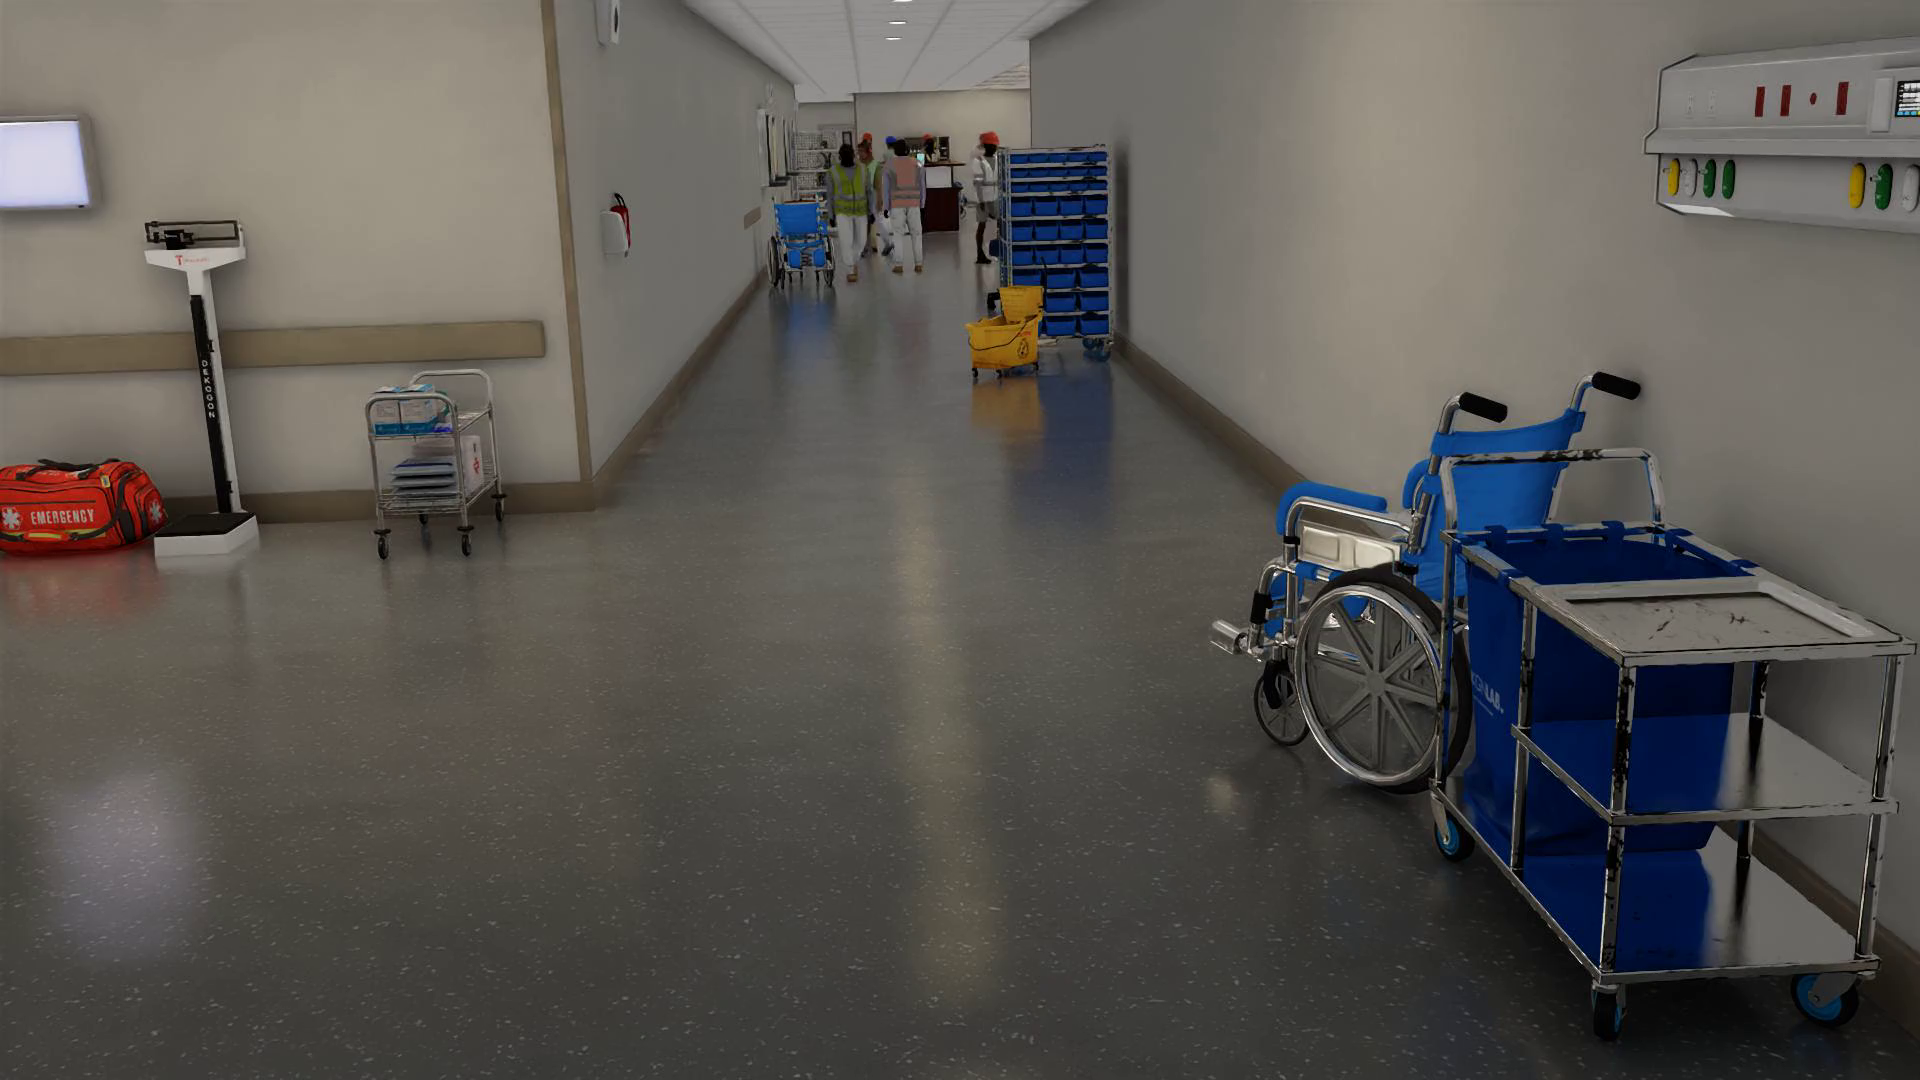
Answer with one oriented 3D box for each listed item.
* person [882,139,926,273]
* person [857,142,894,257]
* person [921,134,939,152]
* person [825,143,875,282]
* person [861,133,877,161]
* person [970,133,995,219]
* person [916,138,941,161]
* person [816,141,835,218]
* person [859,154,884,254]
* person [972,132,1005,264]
[{"bbox_3d":[-0.784,-4.670,23.295,0.624,1.841,0.430,-5,14,-14],"label":"person"},{"bbox_3d":[-1.442,-5.428,26.547,0.569,1.816,0.897,9,17,36],"label":"person"},{"bbox_3d":[-0.746,-8.916,40.558,0.550,1.927,0.390,6,15,27],"label":"person"},{"bbox_3d":[-1.480,-4.377,22.221,0.626,1.819,0.750,-6,14,-18],"label":"person"},{"bbox_3d":[-2.269,-9.181,41.677,0.381,1.994,0.622,-5,14,-14],"label":"person"},{"bbox_3d":[0.577,-8.171,37.397,0.686,1.888,0.530,-9,15,-27],"label":"person"},{"bbox_3d":[-0.682,-8.215,37.874,0.643,1.832,0.430,-9,15,-26],"label":"person"},{"bbox_3d":[-3.229,-8.709,40.161,0.508,1.844,0.332,-9,15,-27],"label":"person"},{"bbox_3d":[-1.504,-5.531,27.377,0.509,1.622,0.429,-10,16,-30],"label":"person"},{"bbox_3d":[0.492,-4.961,24.217,0.551,1.902,0.885,-10,16,-32],"label":"person"}]
